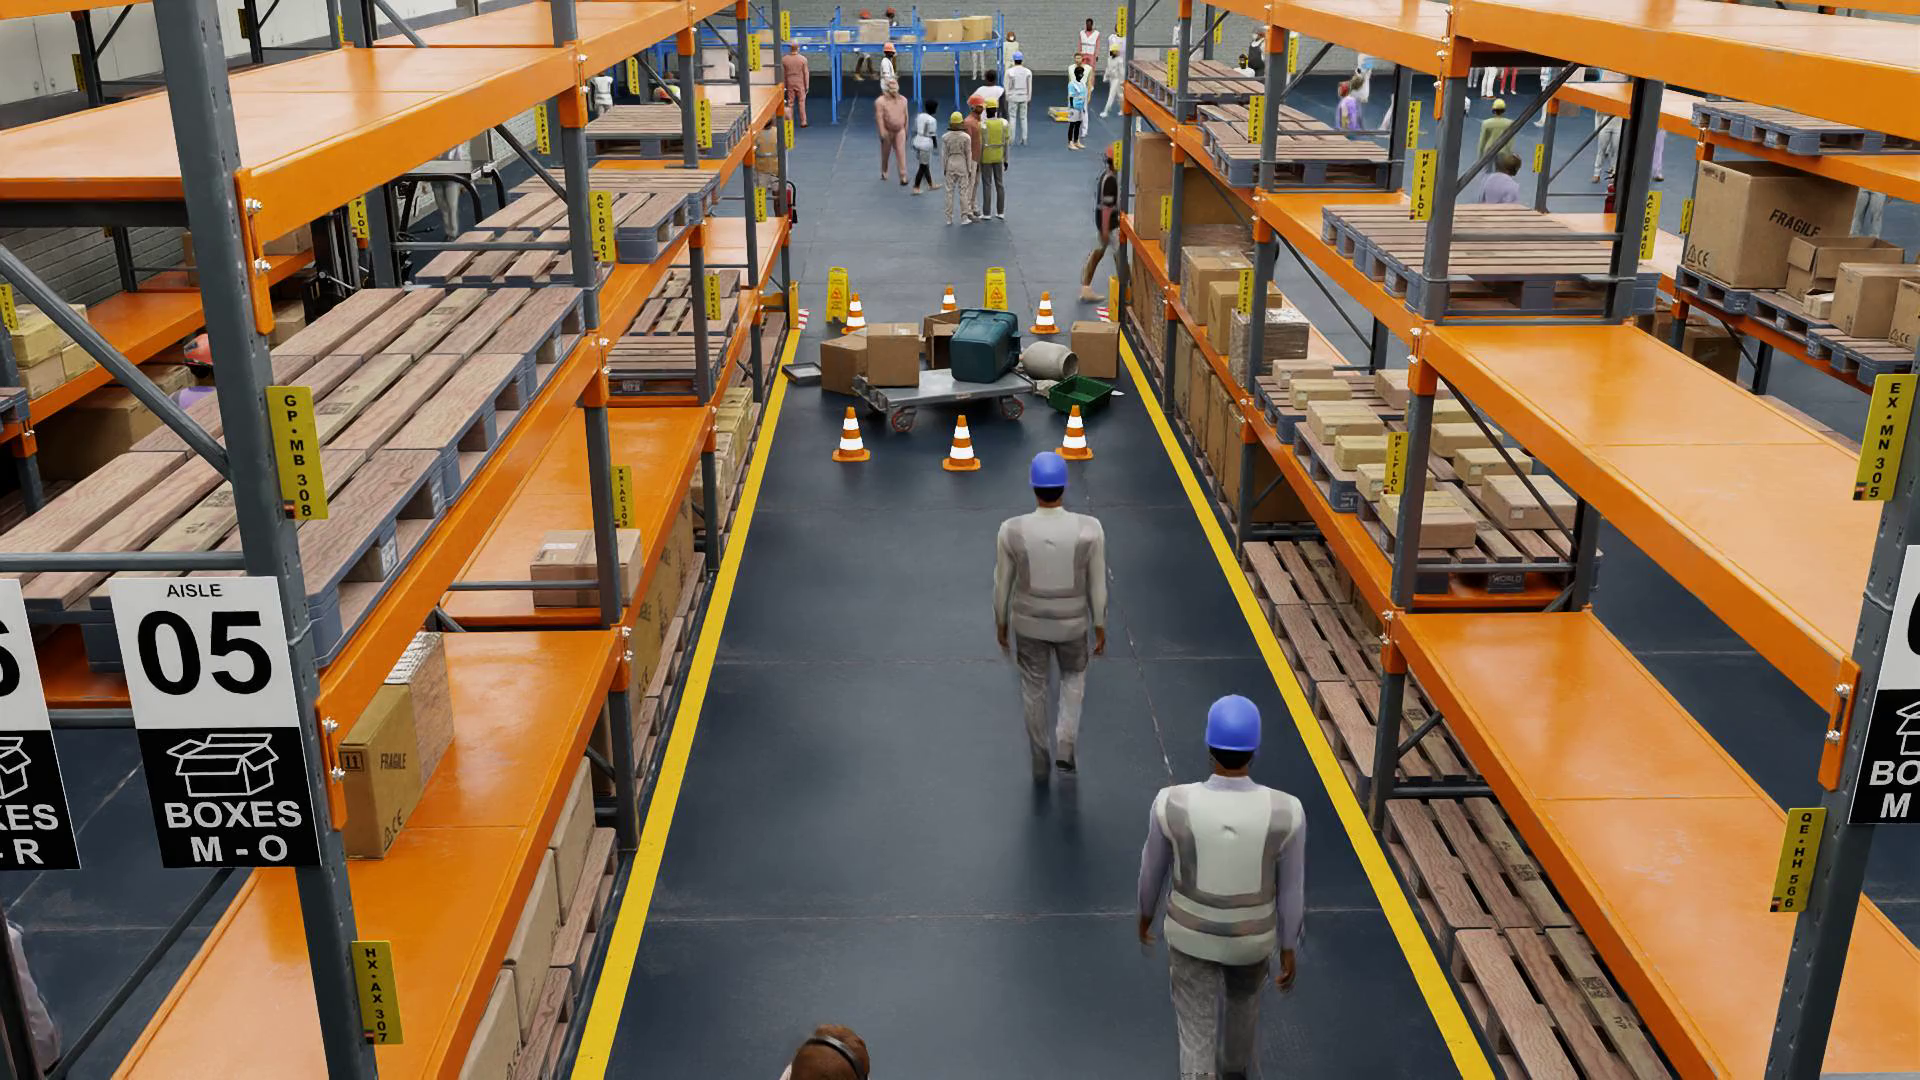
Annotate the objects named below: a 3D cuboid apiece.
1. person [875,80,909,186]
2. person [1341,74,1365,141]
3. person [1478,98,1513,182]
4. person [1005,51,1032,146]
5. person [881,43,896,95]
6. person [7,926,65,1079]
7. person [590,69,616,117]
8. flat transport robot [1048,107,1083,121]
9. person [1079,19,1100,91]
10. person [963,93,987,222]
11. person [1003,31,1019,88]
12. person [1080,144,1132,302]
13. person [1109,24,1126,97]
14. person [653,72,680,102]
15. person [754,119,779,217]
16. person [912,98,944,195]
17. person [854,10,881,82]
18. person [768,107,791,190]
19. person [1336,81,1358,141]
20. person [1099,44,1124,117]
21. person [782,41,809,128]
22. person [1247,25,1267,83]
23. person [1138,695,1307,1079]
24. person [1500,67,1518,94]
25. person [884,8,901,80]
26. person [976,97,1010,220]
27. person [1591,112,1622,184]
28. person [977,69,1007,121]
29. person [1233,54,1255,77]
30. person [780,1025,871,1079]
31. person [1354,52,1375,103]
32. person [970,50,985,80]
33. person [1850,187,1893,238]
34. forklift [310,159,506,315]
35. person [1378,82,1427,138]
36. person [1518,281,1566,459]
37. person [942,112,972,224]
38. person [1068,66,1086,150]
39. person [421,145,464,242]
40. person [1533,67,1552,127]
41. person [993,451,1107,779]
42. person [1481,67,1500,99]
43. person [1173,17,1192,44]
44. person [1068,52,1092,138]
[{"bbox_3d":[-1.234,-7.416,30.238,0.657,1.863,1.028,-6,22,-16],"label":"person"},{"bbox_3d":[7.192,-7.662,30.814,0.707,1.896,0.633,-4,21,-10],"label":"person"},{"bbox_3d":[8.994,-6.525,27.988,0.545,1.751,0.406,3,21,7],"label":"person"},{"bbox_3d":[1.223,-9.305,35.101,0.603,1.940,0.413,-8,22,-20],"label":"person"},{"bbox_3d":[-1.599,-10.193,37.438,0.376,1.935,0.550,0,21,0],"label":"person"},{"bbox_3d":[-3.485,1.898,5.771,0.604,1.721,0.537,-5,21,-12],"label":"person"},{"bbox_3d":[-7.675,-9.403,35.793,0.541,1.608,0.707,-4,21,-11],"label":"person"},{"bbox_3d":[2.523,-10.181,39.725,0.652,0.197,1.431,-2,21,-5],"label":"flat transport robot"},{"bbox_3d":[3.568,-13.434,46.030,0.588,1.920,0.391,8,22,21],"label":"person"},{"bbox_3d":[0.244,-6.117,26.587,0.395,1.992,0.623,8,22,19],"label":"person"},{"bbox_3d":[1.376,-13.008,45.302,0.500,1.633,0.285,-9,23,-23],"label":"person"},{"bbox_3d":[1.995,-3.968,20.902,1.016,1.991,0.638,-1,21,-1],"label":"person"},{"bbox_3d":[4.234,-12.737,44.177,0.587,1.928,0.363,-7,22,-17],"label":"person"},{"bbox_3d":[-5.559,-8.032,31.907,0.643,1.820,0.698,0,21,-1],"label":"person"},{"bbox_3d":[-2.939,-5.683,25.520,0.552,1.935,0.369,-2,21,-5],"label":"person"},{"bbox_3d":[-0.547,-6.862,29.020,0.725,1.651,0.603,-13,24,-30],"label":"person"},{"bbox_3d":[-2.673,-14.338,48.309,1.014,1.992,0.634,5,21,13],"label":"person"},{"bbox_3d":[-3.258,-7.137,29.616,0.535,1.759,0.331,-7,22,-18],"label":"person"},{"bbox_3d":[6.909,-7.376,30.158,0.613,1.824,0.592,11,23,27],"label":"person"},{"bbox_3d":[3.741,-11.124,40.228,0.905,1.703,0.490,-14,25,-32],"label":"person"},{"bbox_3d":[-3.748,-10.423,38.085,0.641,1.913,0.407,5,21,12],"label":"person"},{"bbox_3d":[7.488,-11.962,41.971,0.599,2.000,0.697,-15,25,-34],"label":"person"},{"bbox_3d":[1.022,1.475,6.618,0.632,1.911,0.858,2,21,4],"label":"person"},{"bbox_3d":[14.960,-12.979,45.055,0.535,1.761,0.362,4,21,11],"label":"person"},{"bbox_3d":[-2.052,-14.614,49.000,0.650,2.036,0.456,6,22,16],"label":"person"},{"bbox_3d":[0.500,-6.113,26.671,0.595,1.923,0.381,-9,23,-23],"label":"person"},{"bbox_3d":[11.856,-7.466,30.231,0.634,1.939,0.367,8,22,21],"label":"person"},{"bbox_3d":[0.581,-8.011,31.731,0.599,1.898,0.757,11,24,27],"label":"person"},{"bbox_3d":[6.020,-9.427,35.518,0.518,1.865,0.323,8,22,20],"label":"person"},{"bbox_3d":[-0.331,2.170,4.928,0.452,1.827,0.663,-14,25,-33],"label":"person"},{"bbox_3d":[10.465,-12.241,43.009,0.649,1.823,0.463,-16,26,-37],"label":"person"},{"bbox_3d":[0.522,-14.458,48.982,0.484,1.745,0.297,-3,21,-7],"label":"person"},{"bbox_3d":[13.027,-5.012,23.744,0.354,1.938,0.636,-16,26,-37],"label":"person"},{"bbox_3d":[-5.622,-2.910,17.832,2.313,2.155,1.214,-1,21,-1],"label":"forklift"},{"bbox_3d":[9.669,-9.721,36.197,1.040,1.940,0.617,11,23,27],"label":"person"},{"bbox_3d":[5.300,-1.529,14.963,0.497,1.632,0.289,-3,21,-7],"label":"person"},{"bbox_3d":[-0.045,-5.873,26.290,0.487,1.746,0.287,5,21,12],"label":"person"},{"bbox_3d":[2.432,-8.973,34.554,0.319,1.693,0.532,14,25,32],"label":"person"},{"bbox_3d":[-7.678,-5.283,24.663,0.600,1.792,0.842,0,21,-1],"label":"person"},{"bbox_3d":[13.481,-10.470,38.157,0.391,1.948,0.605,5,21,12],"label":"person"},{"bbox_3d":[0.500,0.440,9.336,0.646,1.930,0.439,1,21,3],"label":"person"},{"bbox_3d":[14.027,-12.615,43.859,0.366,1.932,0.628,-5,21,-13],"label":"person"},{"bbox_3d":[6.488,-14.418,48.690,0.575,1.880,0.359,-5,21,-13],"label":"person"},{"bbox_3d":[2.622,-9.741,36.388,0.562,1.838,0.388,12,24,28],"label":"person"}]
